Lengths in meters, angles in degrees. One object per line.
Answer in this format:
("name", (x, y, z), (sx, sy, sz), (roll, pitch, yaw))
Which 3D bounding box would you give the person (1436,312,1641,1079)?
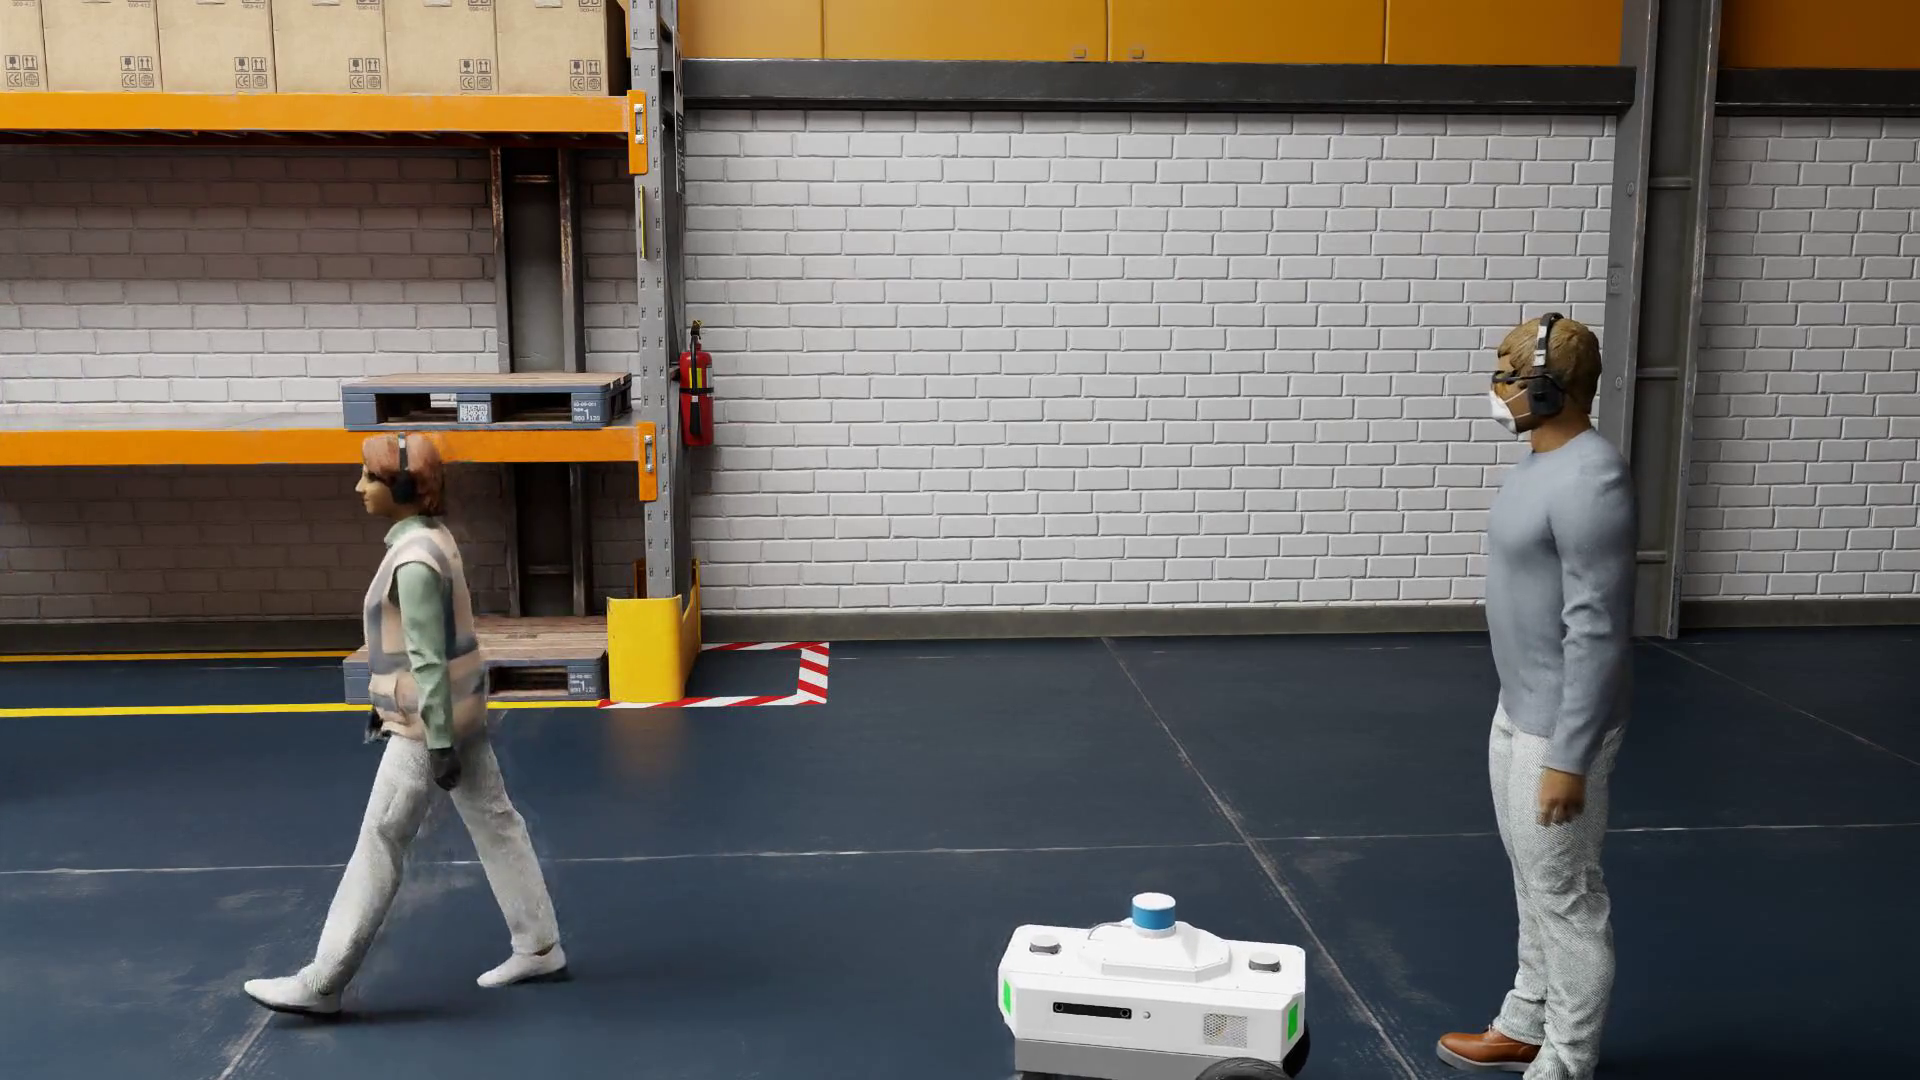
("person", (1.390, 0.438, 3.939), (0.379, 1.937, 0.629), (1, 9, 8))

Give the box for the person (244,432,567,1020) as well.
("person", (-1.511, 0.505, 4.552), (0.863, 1.597, 0.510), (-2, 9, -10))

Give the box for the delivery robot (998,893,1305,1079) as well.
("delivery robot", (0.453, 1.080, 3.933), (0.707, 0.478, 0.477), (2, 9, 12))
